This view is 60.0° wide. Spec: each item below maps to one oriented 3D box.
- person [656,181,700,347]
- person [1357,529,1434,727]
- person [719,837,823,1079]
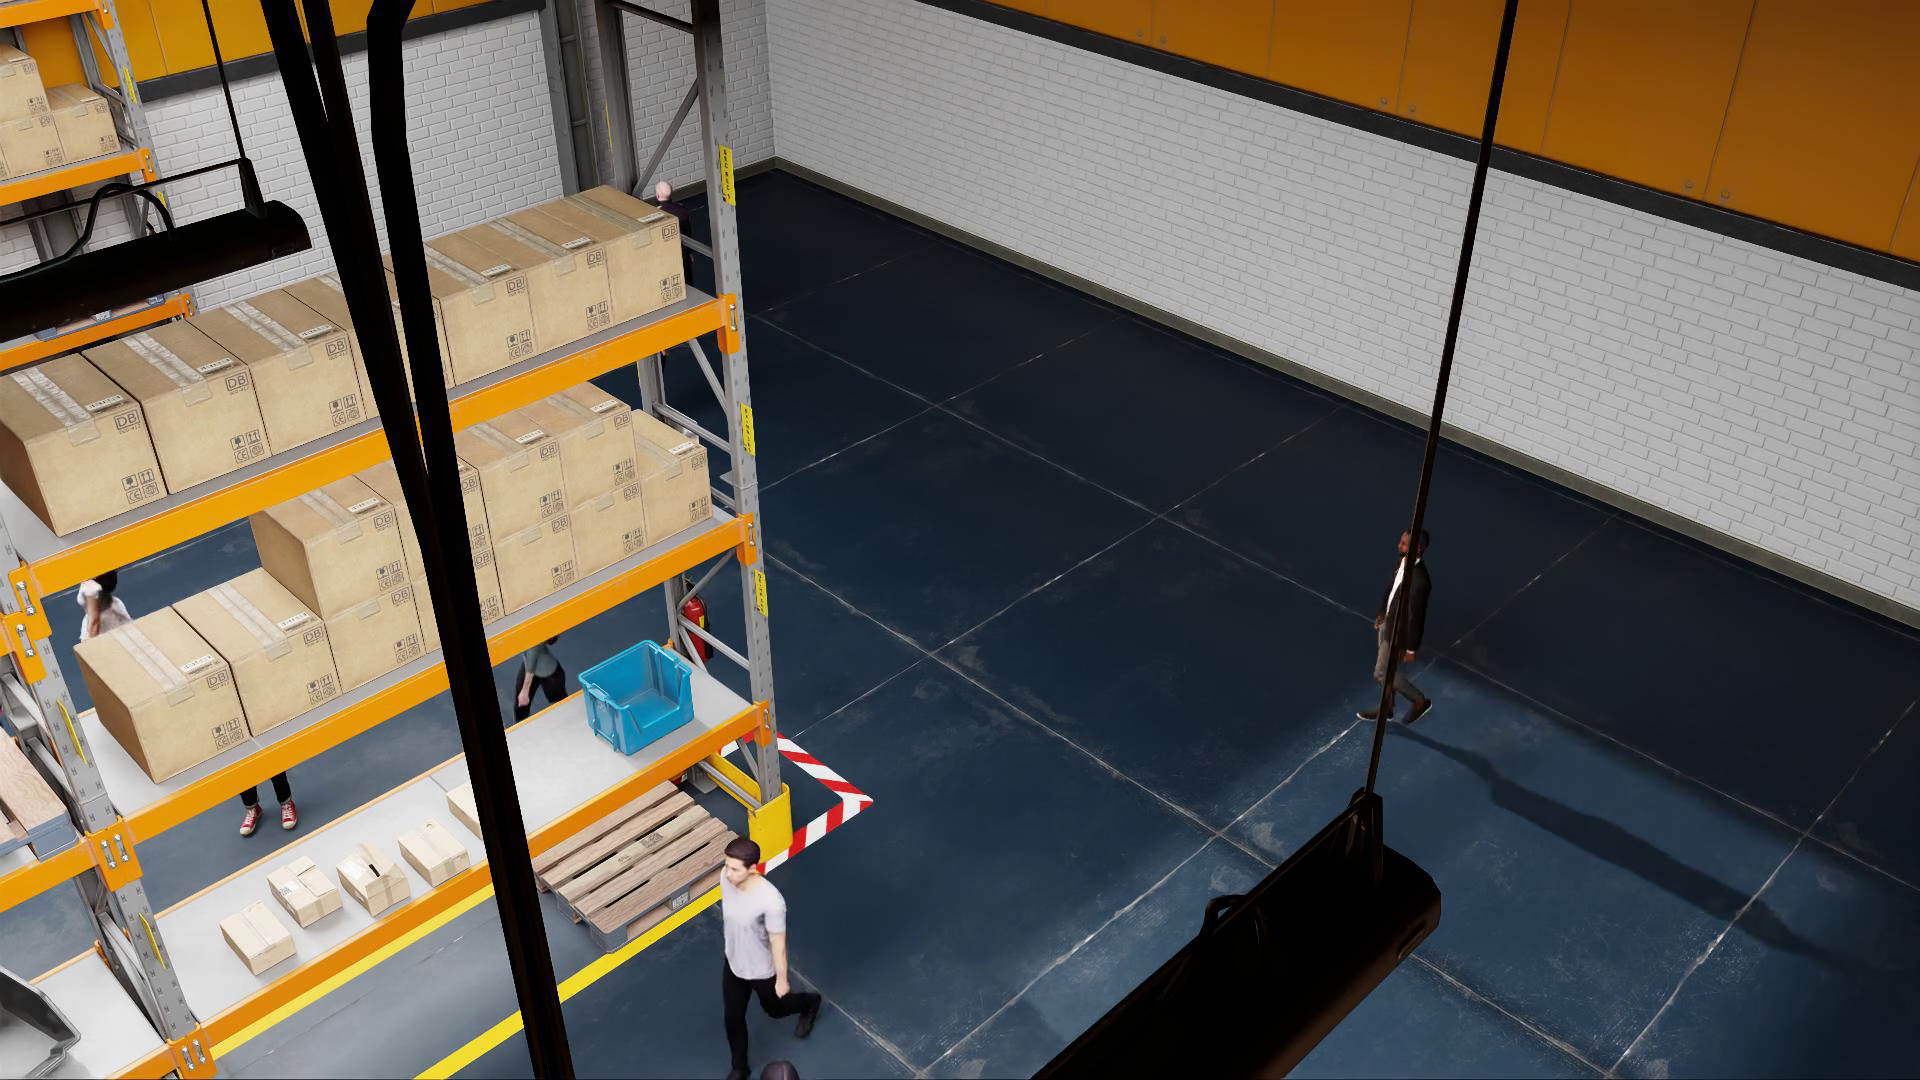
[{"bbox_3d":[-3.118,-3.019,18.090,0.547,1.836,0.753,-24,40,-31],"label":"person"},{"bbox_3d":[3.408,0.678,12.572,0.943,1.787,0.884,0,34,1],"label":"person"},{"bbox_3d":[-1.147,2.457,9.851,0.799,1.837,1.168,22,39,29],"label":"person"}]
